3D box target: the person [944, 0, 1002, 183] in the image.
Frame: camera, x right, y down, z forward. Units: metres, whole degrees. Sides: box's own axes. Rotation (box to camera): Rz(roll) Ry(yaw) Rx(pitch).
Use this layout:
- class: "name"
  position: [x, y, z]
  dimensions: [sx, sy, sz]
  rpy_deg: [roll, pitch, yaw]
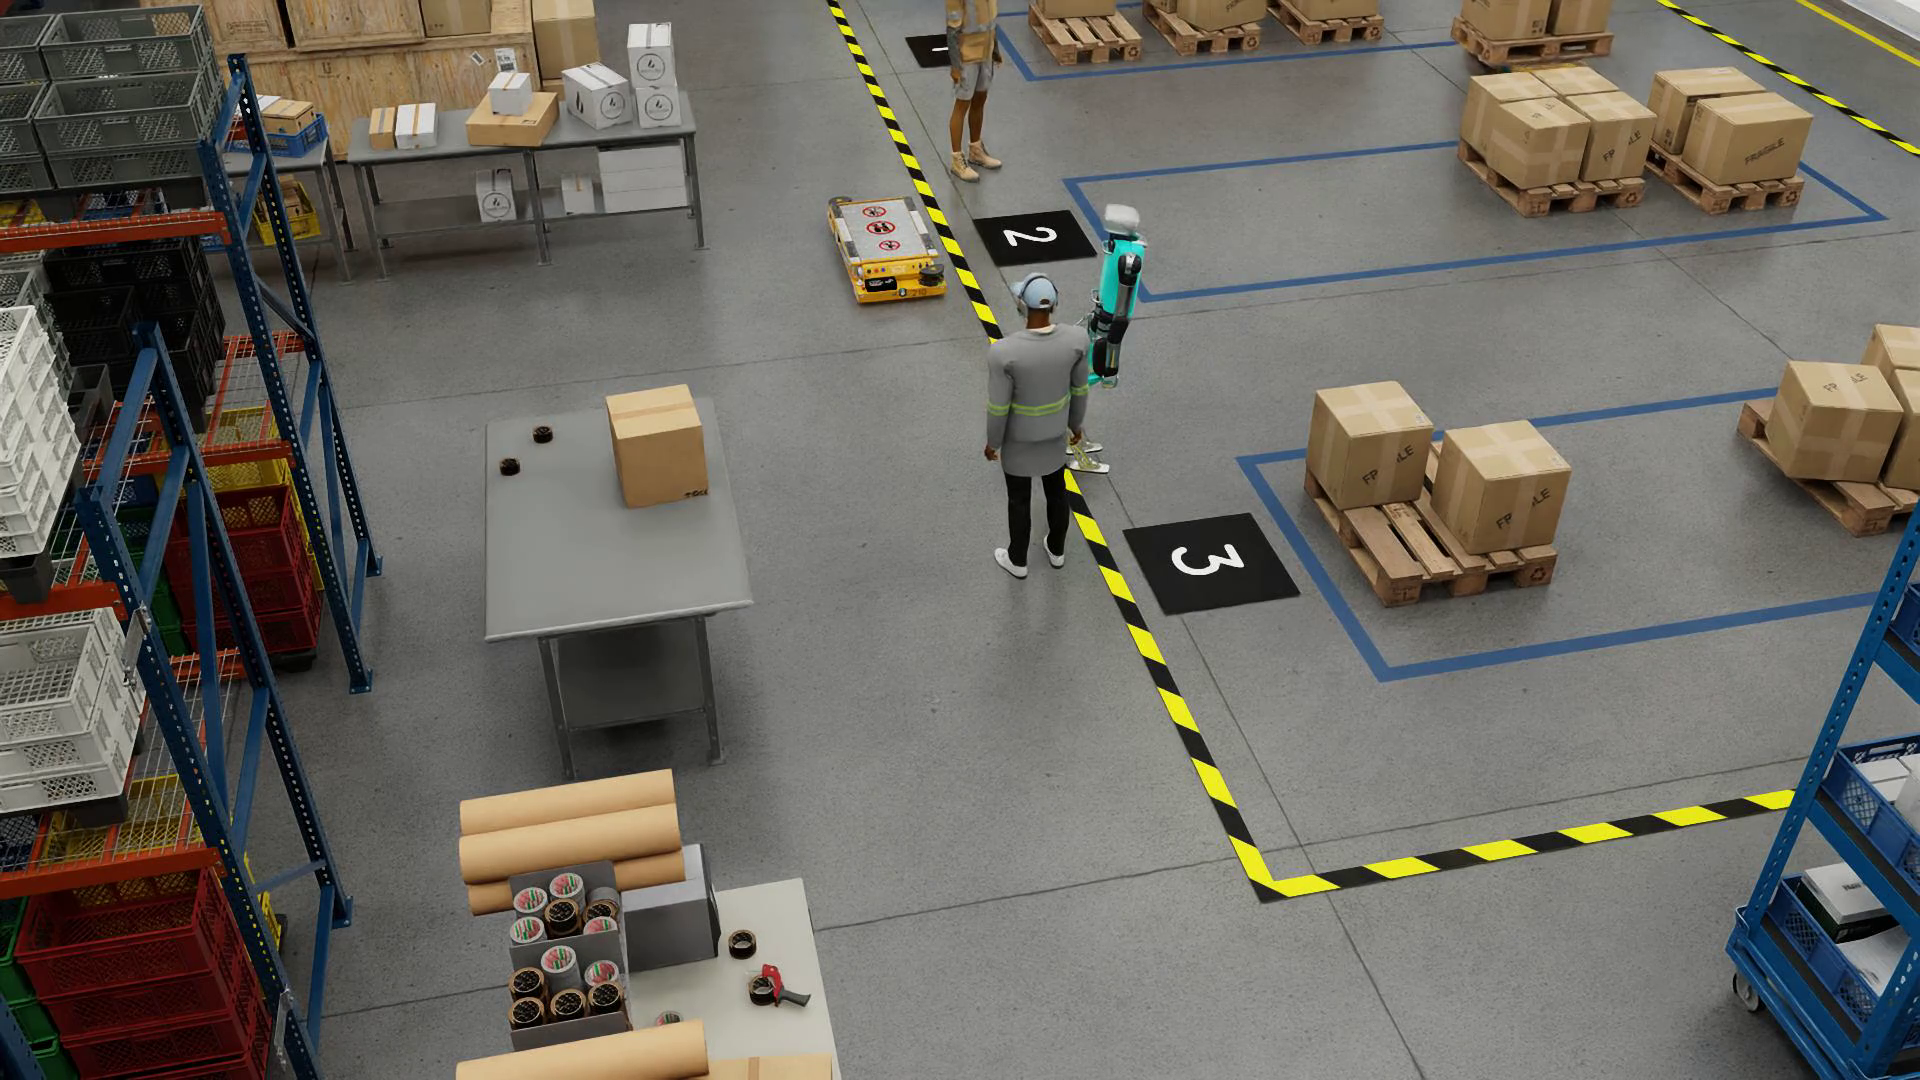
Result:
- class: "person"
  position: [0.131, -3.903, 13.317]
  dimensions: [0.378, 2.041, 0.603]
  rpy_deg: [25, 43, 30]

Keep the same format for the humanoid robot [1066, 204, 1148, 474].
- class: "humanoid robot"
  position: [0.690, -1.168, 9.784]
  dimensions: [0.735, 1.672, 0.533]
  rpy_deg: [-1, 37, -1]

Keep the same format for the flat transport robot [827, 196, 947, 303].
- class: "flat transport robot"
  position: [-0.570, -2.220, 12.538]
  dimensions: [0.659, 0.231, 1.431]
  rpy_deg: [-8, 37, -10]

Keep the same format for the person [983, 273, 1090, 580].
- class: "person"
  position: [0.398, -0.621, 9.061]
  dimensions: [0.598, 1.850, 0.392]
  rpy_deg: [-13, 39, -17]

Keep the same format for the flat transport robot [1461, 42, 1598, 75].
- class: "flat transport robot"
  position: [5.333, -4.510, 15.593]
  dimensions: [0.652, 0.197, 1.431]
  rpy_deg: [-8, 37, -10]
